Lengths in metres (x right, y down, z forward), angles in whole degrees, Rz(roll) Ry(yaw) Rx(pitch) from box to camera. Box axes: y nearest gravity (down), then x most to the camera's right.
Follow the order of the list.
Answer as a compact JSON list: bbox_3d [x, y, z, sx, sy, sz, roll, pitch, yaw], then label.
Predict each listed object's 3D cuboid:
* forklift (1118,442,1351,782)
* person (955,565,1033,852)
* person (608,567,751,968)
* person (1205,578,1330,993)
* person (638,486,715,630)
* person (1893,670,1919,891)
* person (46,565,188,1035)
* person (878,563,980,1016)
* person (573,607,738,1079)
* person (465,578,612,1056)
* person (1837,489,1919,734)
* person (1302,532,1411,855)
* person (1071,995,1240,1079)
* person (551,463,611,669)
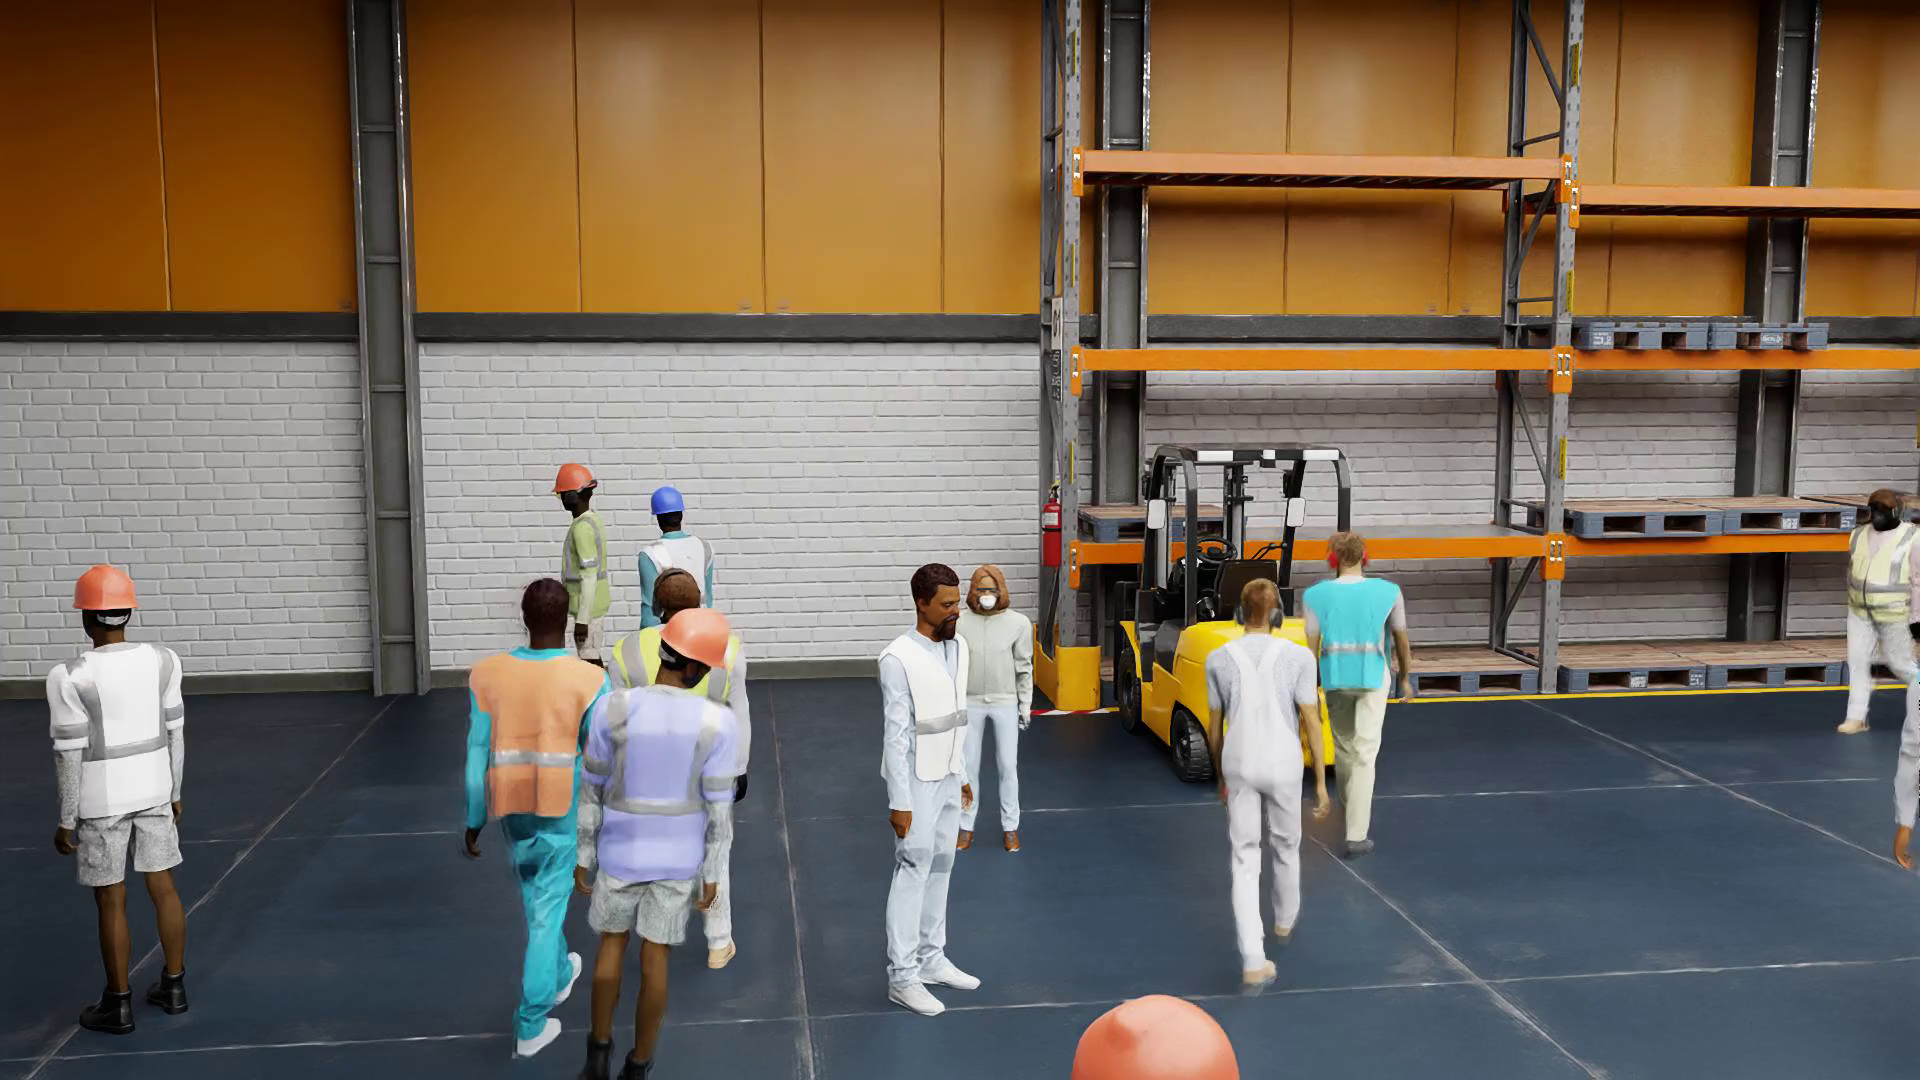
[{"bbox_3d":[1.912,0.418,11.496,1.214,2.155,2.313,-1,7,-8],"label":"forklift"},{"bbox_3d":[0.159,0.944,9.369,0.505,1.628,0.278,1,7,4],"label":"person"},{"bbox_3d":[-1.265,1.041,7.561,0.632,1.846,0.429,-1,7,-10],"label":"person"},{"bbox_3d":[1.408,1.074,7.588,0.584,1.770,0.968,2,7,14],"label":"person"},{"bbox_3d":[-1.845,0.625,10.771,0.402,1.943,0.605,5,8,38],"label":"person"},{"bbox_3d":[4.070,1.119,6.599,0.909,1.918,0.588,-6,9,-42],"label":"person"},{"bbox_3d":[-3.498,1.068,6.910,0.375,1.939,0.546,5,8,36],"label":"person"},{"bbox_3d":[-0.143,1.047,7.188,0.377,1.916,0.600,4,7,29],"label":"person"},{"bbox_3d":[-1.143,1.177,6.239,0.628,1.875,0.457,-1,7,-7],"label":"person"},{"bbox_3d":[-1.669,1.090,6.925,0.628,1.882,0.914,1,7,11],"label":"person"},{"bbox_3d":[6.864,0.518,12.279,0.802,1.818,0.629,-4,7,-29],"label":"person"},{"bbox_3d":[2.267,0.844,9.568,0.588,1.771,1.000,2,7,20],"label":"person"},{"bbox_3d":[0.306,1.589,2.463,0.433,1.924,0.557,-4,8,-34],"label":"person"},{"bbox_3d":[-2.644,0.480,11.629,0.394,2.040,0.608,-1,7,-8],"label":"person"}]
